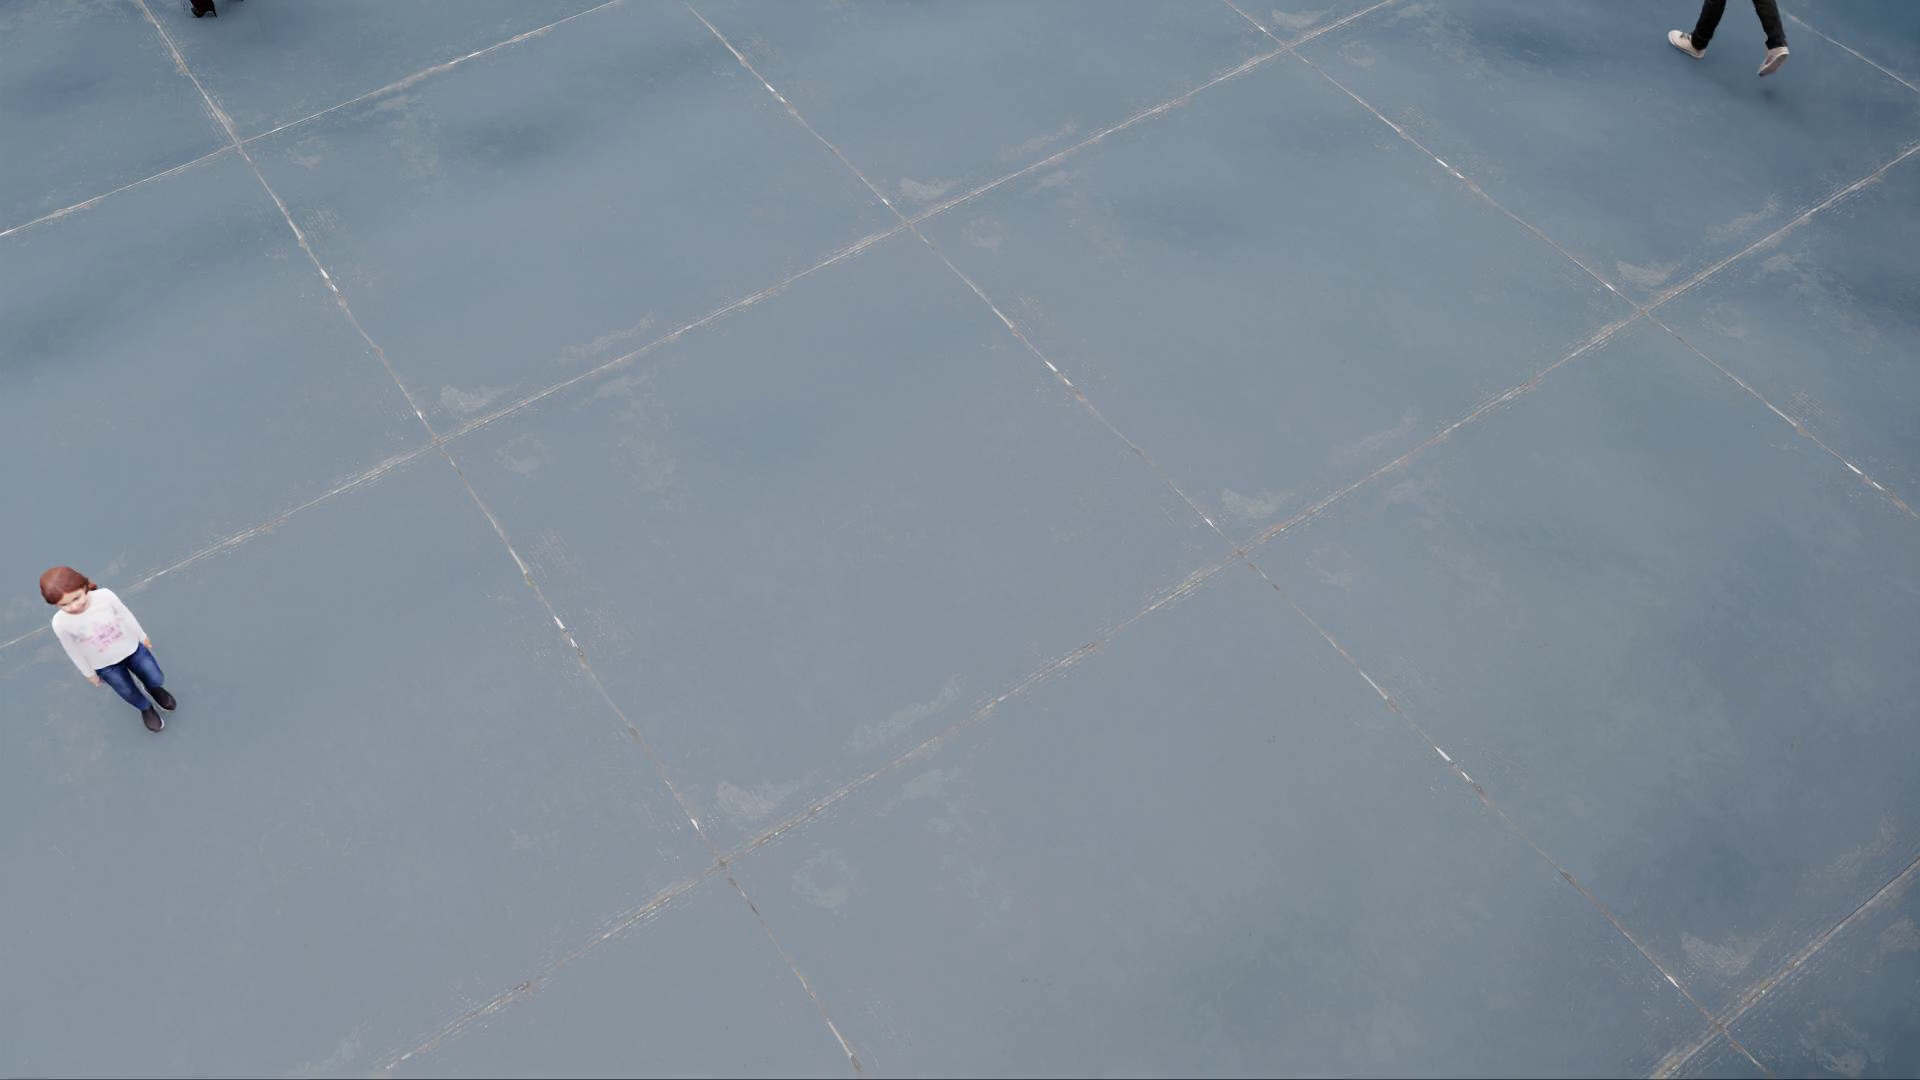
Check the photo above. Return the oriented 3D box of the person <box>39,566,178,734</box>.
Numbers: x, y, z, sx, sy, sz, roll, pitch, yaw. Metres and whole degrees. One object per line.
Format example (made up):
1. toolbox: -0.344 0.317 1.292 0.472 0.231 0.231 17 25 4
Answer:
1. person: -3.776 0.450 7.366 0.461 1.103 0.489 -34 59 -23

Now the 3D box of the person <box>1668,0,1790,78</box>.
1. person: 4.928 -3.601 10.100 0.676 1.741 1.004 -27 57 -19
